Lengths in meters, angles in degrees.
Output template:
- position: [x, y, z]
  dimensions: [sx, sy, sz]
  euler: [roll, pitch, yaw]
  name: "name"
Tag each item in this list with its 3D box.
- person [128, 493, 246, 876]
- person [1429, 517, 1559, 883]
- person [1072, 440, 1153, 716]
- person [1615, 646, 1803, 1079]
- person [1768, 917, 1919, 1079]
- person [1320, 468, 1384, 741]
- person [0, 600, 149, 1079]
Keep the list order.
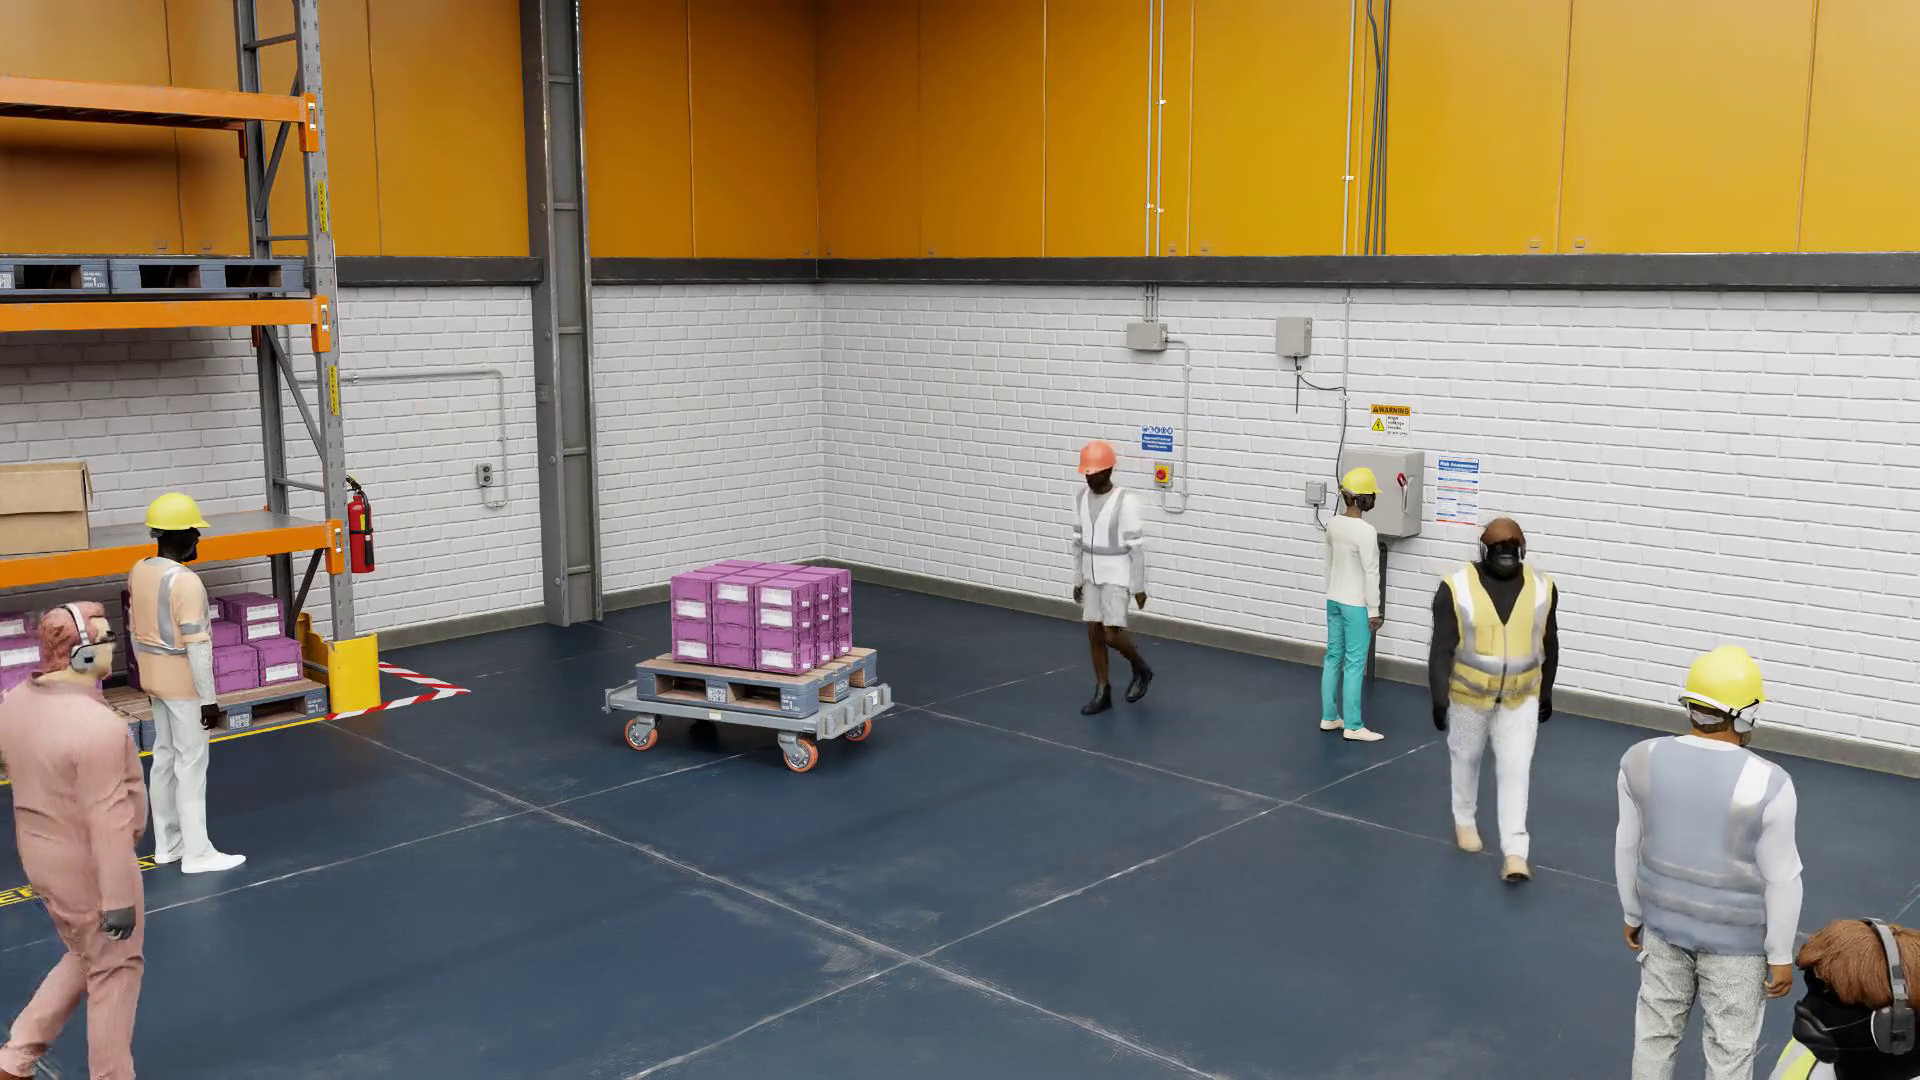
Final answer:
- position: [-3.909, 0.719, 8.363]
  dimensions: [0.595, 1.925, 0.371]
  euler: [7, 12, 37]
  name: "person"
- position: [2.682, 0.780, 8.370]
  dimensions: [0.652, 1.798, 0.942]
  euler: [1, 9, 7]
  name: "person"
- position: [1.012, 0.254, 11.311]
  dimensions: [0.603, 1.905, 0.551]
  euler: [-9, 13, -44]
  name: "person"
- position: [2.435, 1.246, 5.417]
  dimensions: [0.403, 1.835, 0.588]
  euler: [-8, 12, -40]
  name: "person"
- position: [1.689, 1.606, 3.186]
  dimensions: [0.429, 1.841, 0.634]
  euler: [0, 9, -1]
  name: "person"
- position: [2.544, 0.412, 10.743]
  dimensions: [0.312, 1.768, 0.530]
  euler: [-4, 10, -21]
  name: "person"
- position: [-3.075, 1.157, 5.780]
  dimensions: [0.656, 1.898, 0.521]
  euler: [6, 11, 34]
  name: "person"
